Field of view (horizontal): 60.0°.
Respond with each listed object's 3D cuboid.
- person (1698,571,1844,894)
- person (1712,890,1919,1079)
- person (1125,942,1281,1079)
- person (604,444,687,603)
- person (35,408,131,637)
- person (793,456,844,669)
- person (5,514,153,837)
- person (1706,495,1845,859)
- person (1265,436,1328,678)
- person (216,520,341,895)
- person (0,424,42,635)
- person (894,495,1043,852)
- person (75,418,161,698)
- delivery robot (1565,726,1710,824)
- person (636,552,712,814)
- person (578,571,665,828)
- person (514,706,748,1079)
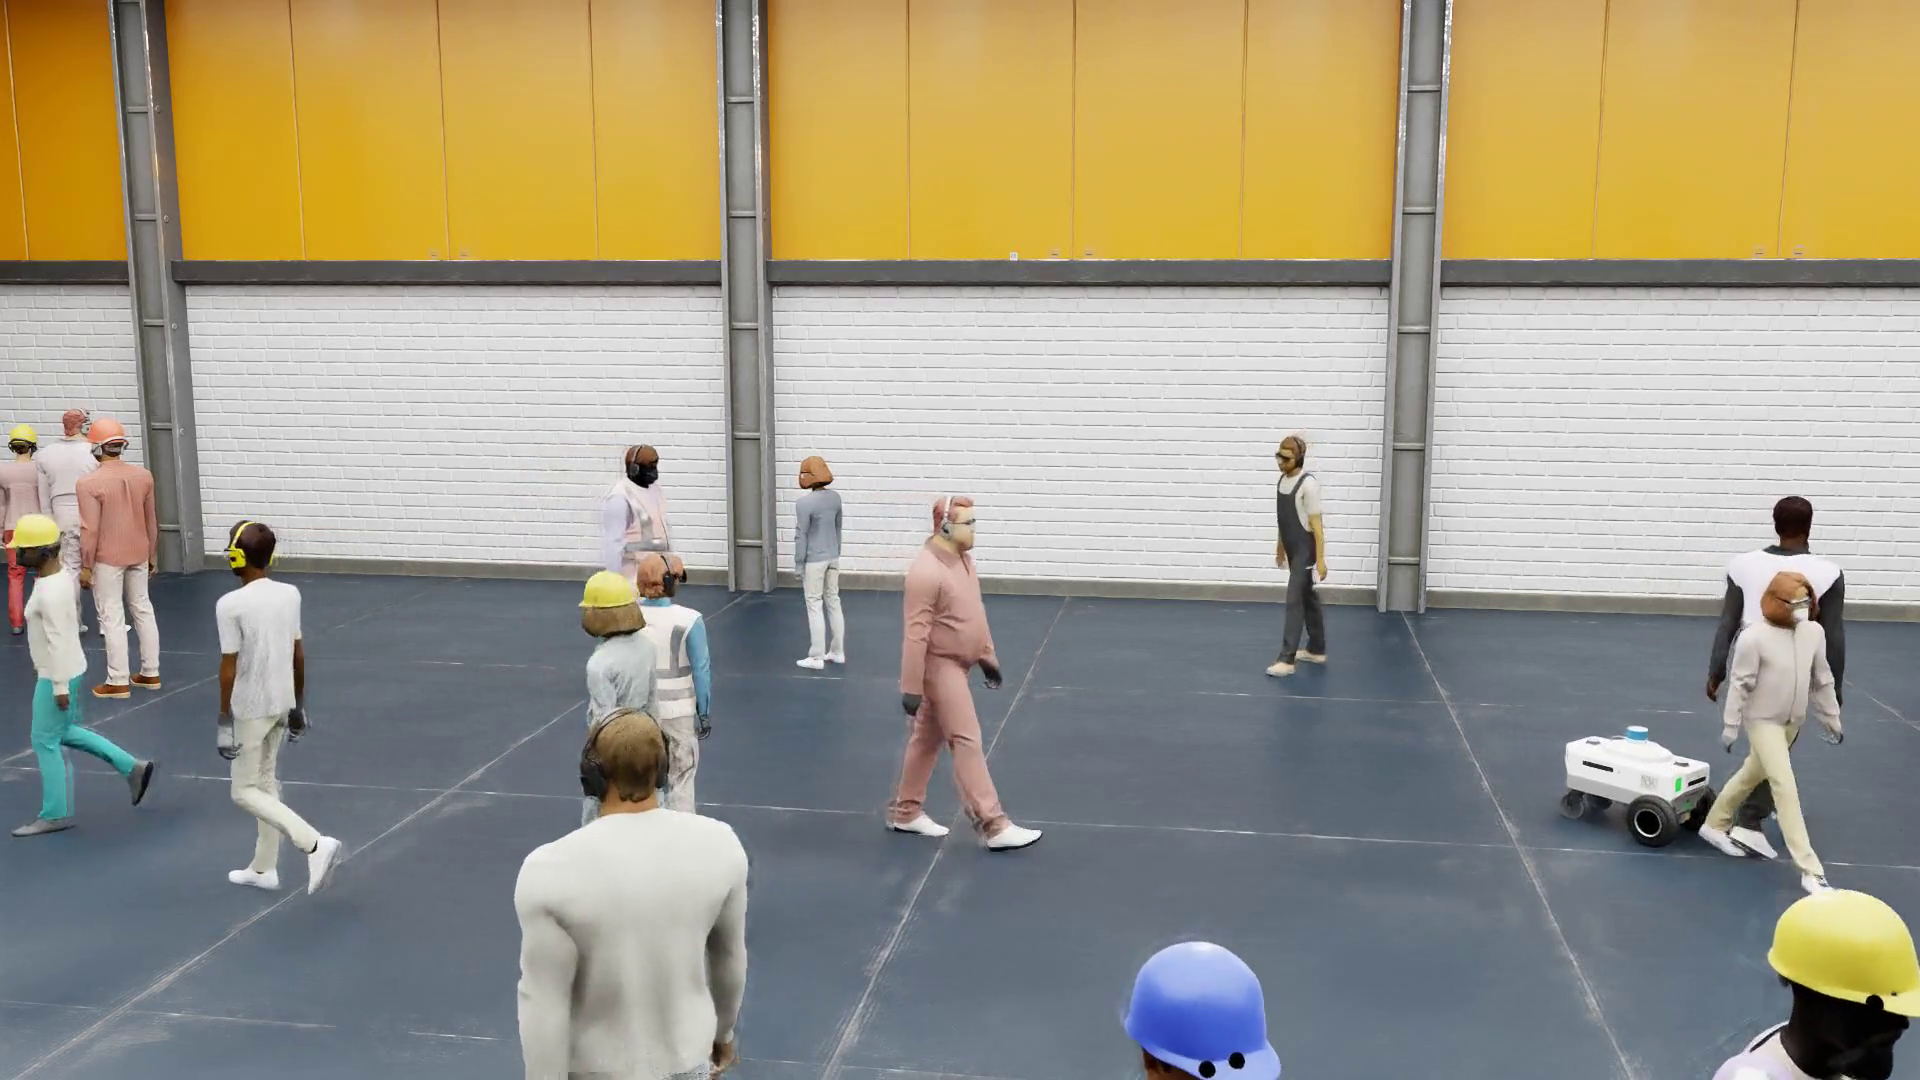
[{"bbox_3d":[4.067,0.910,8.304,0.575,1.576,0.882,-4,10,-21],"label":"person"},{"bbox_3d":[1.603,1.580,3.283,0.605,1.877,1.014,-8,12,-41],"label":"person"},{"bbox_3d":[0.395,1.616,2.968,0.625,1.921,0.813,-4,10,-25],"label":"person"},{"bbox_3d":[-2.185,0.227,11.809,0.714,1.814,0.620,2,9,11],"label":"person"},{"bbox_3d":[-7.256,-0.143,13.798,0.651,1.904,0.401,0,9,2],"label":"person"},{"bbox_3d":[-1.077,0.168,12.742,0.282,1.624,0.494,6,11,34],"label":"person"},{"bbox_3d":[-4.815,0.711,9.002,0.621,1.748,0.533,-4,10,-22],"label":"person"},{"bbox_3d":[4.331,0.696,8.840,1.103,1.852,0.608,-7,12,-38],"label":"person"},{"bbox_3d":[2.548,0.106,12.628,0.665,1.805,0.584,-2,9,-14],"label":"person"},{"bbox_3d":[-3.318,0.825,7.999,0.672,1.849,0.530,3,10,20],"label":"person"},{"bbox_3d":[-7.769,-0.085,13.901,0.521,1.758,0.349,-2,9,-11],"label":"person"},{"bbox_3d":[0.048,0.696,8.738,0.949,1.864,0.669,2,9,14],"label":"person"},{"bbox_3d":[-6.005,0.127,11.854,0.385,1.993,0.624,4,10,23],"label":"person"},{"bbox_3d":[3.665,1.256,9.031,0.477,0.478,0.707,-7,12,-37],"label":"delivery robot"},{"bbox_3d":[-1.494,0.876,8.337,0.522,1.636,0.311,2,9,12],"label":"person"},{"bbox_3d":[-1.436,0.981,7.472,0.775,1.710,0.493,4,10,23],"label":"person"},{"bbox_3d":[-0.911,1.363,4.493,0.662,1.902,0.905,-6,11,-31],"label":"person"}]
